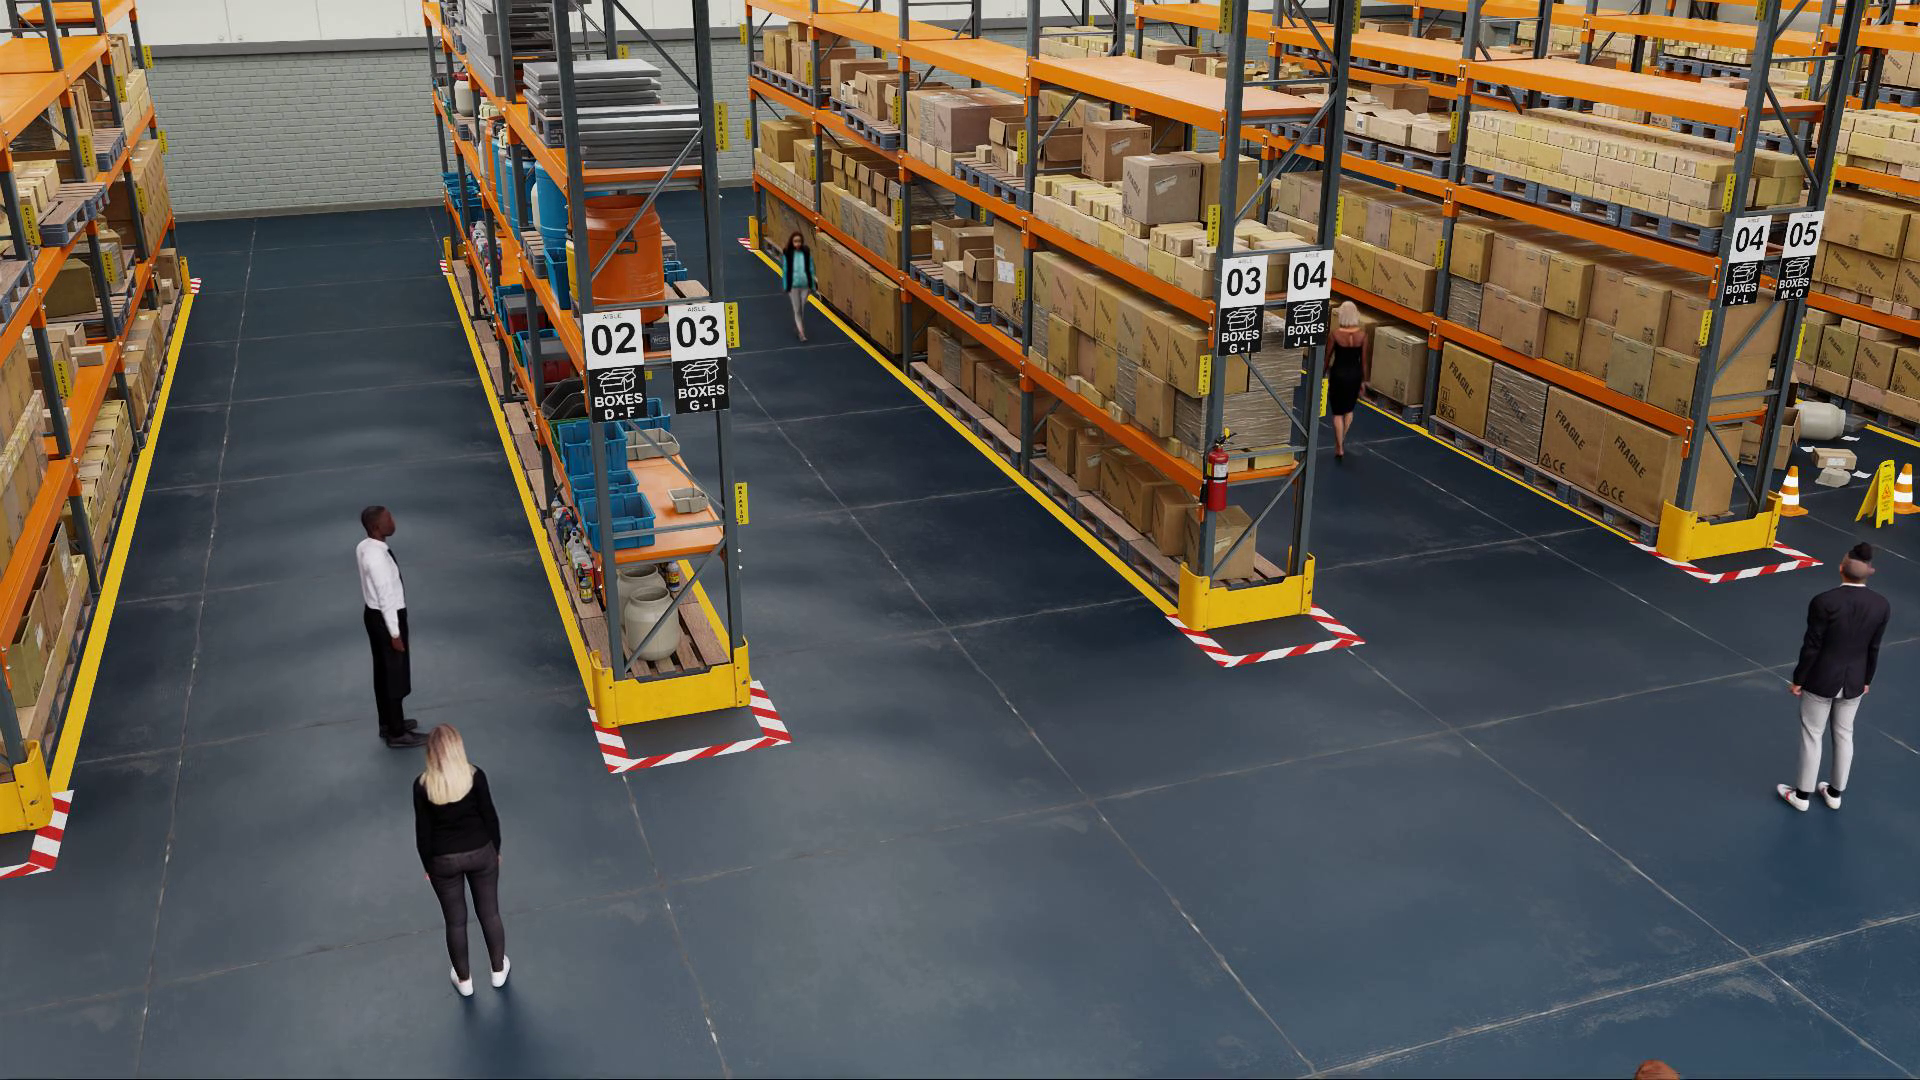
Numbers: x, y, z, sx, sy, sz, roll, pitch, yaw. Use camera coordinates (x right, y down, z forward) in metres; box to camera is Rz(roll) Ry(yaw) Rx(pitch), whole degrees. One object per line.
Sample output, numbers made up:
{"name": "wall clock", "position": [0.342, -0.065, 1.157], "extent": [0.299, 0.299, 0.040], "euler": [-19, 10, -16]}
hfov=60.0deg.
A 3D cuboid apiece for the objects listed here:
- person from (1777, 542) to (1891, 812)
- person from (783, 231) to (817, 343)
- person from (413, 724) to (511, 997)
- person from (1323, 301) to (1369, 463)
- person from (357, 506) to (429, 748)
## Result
{"name": "person", "position": [5.920, 0.912, 11.236], "extent": [0.776, 1.954, 0.717], "euler": [-1, 22, -1]}
{"name": "person", "position": [-2.193, -3.442, 22.532], "extent": [0.581, 1.462, 0.954], "euler": [-7, 23, -16]}
{"name": "person", "position": [-2.815, 1.809, 9.397], "extent": [0.594, 1.686, 0.515], "euler": [-8, 23, -18]}
{"name": "person", "position": [4.138, -1.674, 17.882], "extent": [0.831, 1.710, 1.007], "euler": [1, 22, 2]}
{"name": "person", "position": [-4.186, 0.617, 12.115], "extent": [0.741, 1.835, 0.541], "euler": [-13, 26, -30]}
